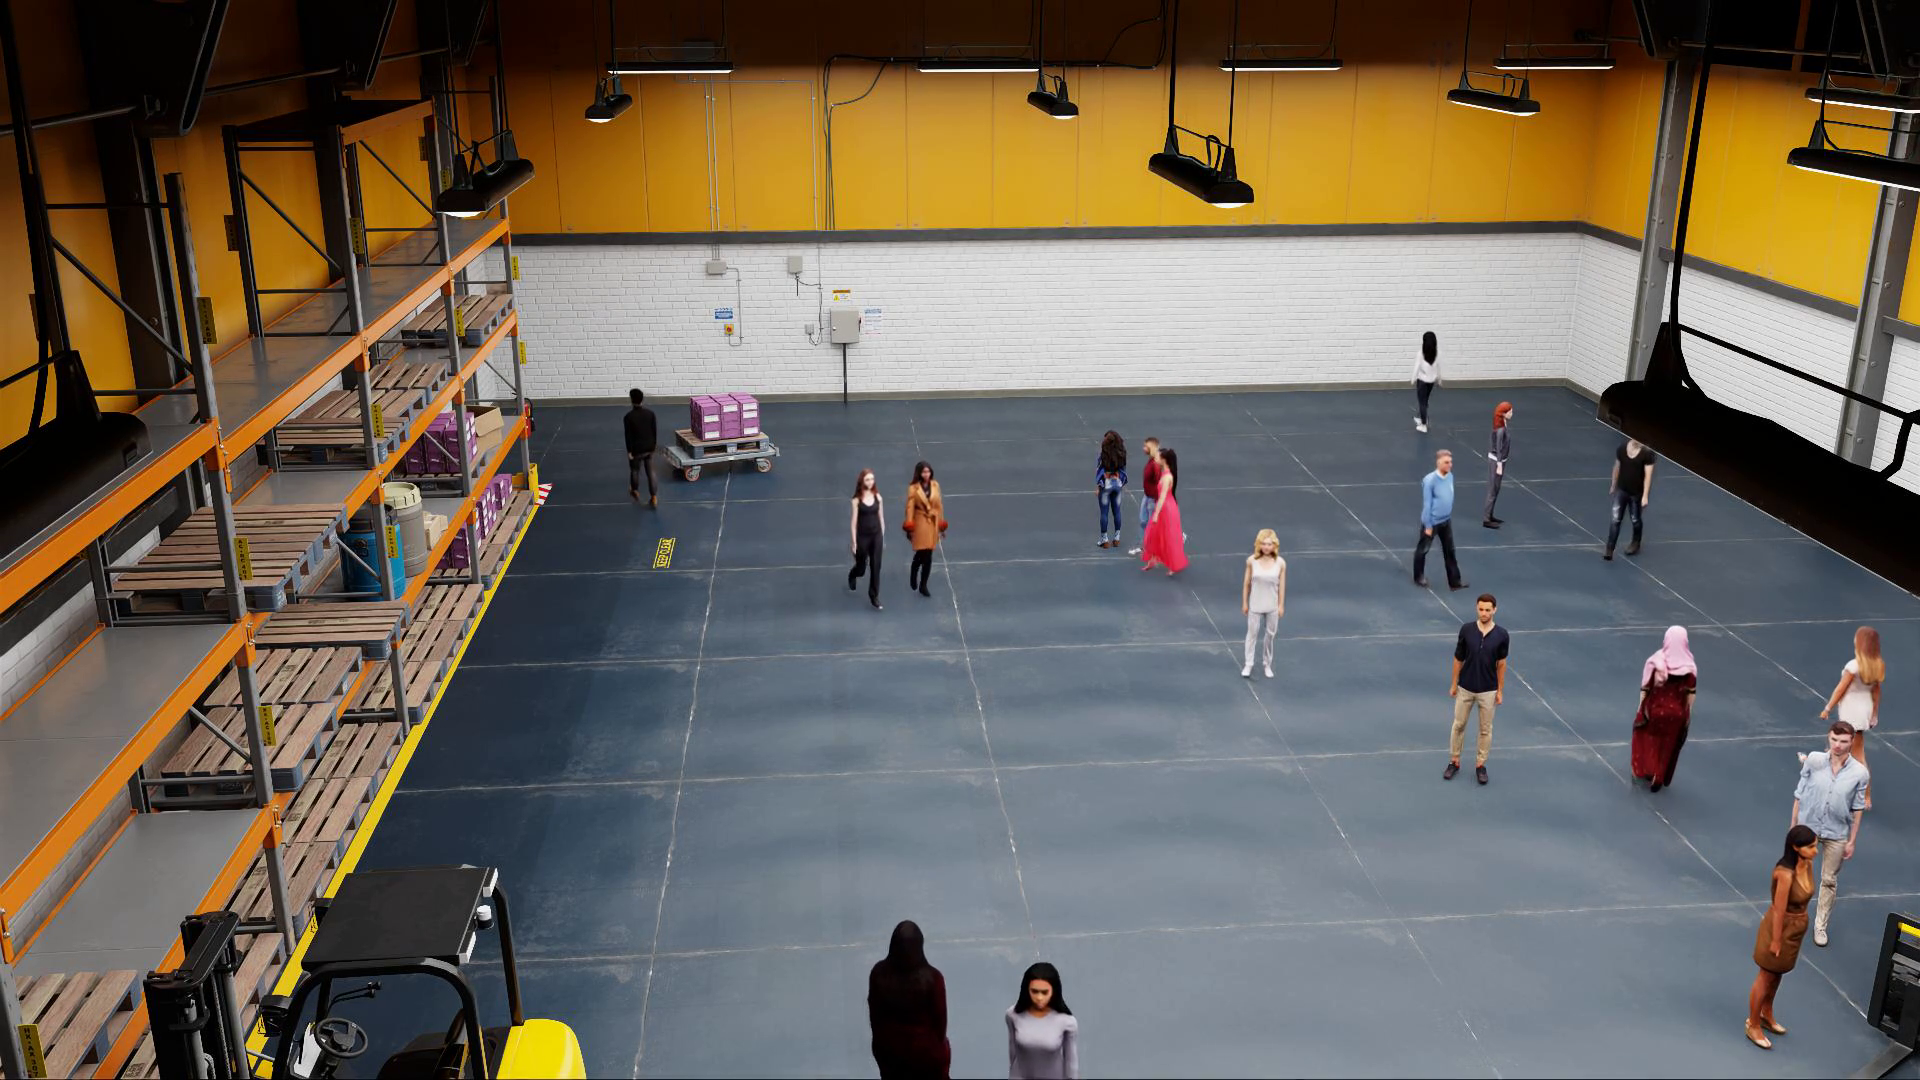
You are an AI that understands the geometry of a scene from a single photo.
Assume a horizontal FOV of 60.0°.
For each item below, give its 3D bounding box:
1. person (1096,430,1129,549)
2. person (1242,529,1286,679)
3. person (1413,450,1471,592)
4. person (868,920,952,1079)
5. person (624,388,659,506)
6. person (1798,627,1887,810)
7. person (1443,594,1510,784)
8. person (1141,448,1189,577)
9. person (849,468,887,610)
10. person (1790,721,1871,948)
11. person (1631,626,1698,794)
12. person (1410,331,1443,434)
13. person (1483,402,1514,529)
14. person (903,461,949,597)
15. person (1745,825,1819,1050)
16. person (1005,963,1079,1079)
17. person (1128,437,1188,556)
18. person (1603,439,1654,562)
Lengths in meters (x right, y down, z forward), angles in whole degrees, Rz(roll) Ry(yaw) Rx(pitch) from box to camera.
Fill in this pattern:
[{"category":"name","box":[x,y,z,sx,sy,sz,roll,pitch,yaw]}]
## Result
[{"category":"person","box":[2.003,-0.695,22.167,0.671,1.618,0.635,-7,20,-19]},{"category":"person","box":[3.294,0.676,18.016,0.654,1.669,0.623,3,19,9]},{"category":"person","box":[5.844,-0.269,20.648,0.964,1.780,1.165,-10,21,-28]},{"category":"person","box":[-0.333,3.212,10.363,0.763,1.747,0.769,5,19,14]},{"category":"person","box":[-4.529,-1.301,23.858,0.881,1.688,1.167,-8,20,-23]},{"category":"person","box":[8.227,1.647,15.167,0.850,1.647,1.181,-9,20,-24]},{"category":"person","box":[4.867,1.375,15.642,0.702,1.859,0.672,6,20,19]},{"category":"person","box":[2.695,-0.320,20.925,0.788,1.700,0.835,4,19,12]},{"category":"person","box":[-1.146,-0.044,20.059,0.811,1.730,1.021,-9,21,-26]},{"category":"person","box":[6.760,2.265,13.018,0.733,1.847,0.760,11,22,30]},{"category":"person","box":[6.514,1.587,15.381,0.774,1.624,0.813,7,20,21]},{"category":"person","box":[7.833,-2.631,27.812,0.750,1.684,0.915,-5,19,-16]},{"category":"person","box":[7.411,-1.047,22.960,0.716,1.780,0.594,6,20,18]},{"category":"person","box":[-0.473,-0.155,20.418,0.812,1.710,0.816,-9,21,-25]},{"category":"person","box":[5.817,2.774,11.755,0.637,1.689,0.671,-15,24,-38]},{"category":"person","box":[0.521,3.305,10.187,0.867,1.684,1.272,4,19,12]},{"category":"person","box":[2.598,-0.537,21.713,0.669,1.609,0.906,-2,19,-4]},{"category":"person","box":[8.768,-0.651,21.667,1.235,1.854,1.304,17,25,42]}]
